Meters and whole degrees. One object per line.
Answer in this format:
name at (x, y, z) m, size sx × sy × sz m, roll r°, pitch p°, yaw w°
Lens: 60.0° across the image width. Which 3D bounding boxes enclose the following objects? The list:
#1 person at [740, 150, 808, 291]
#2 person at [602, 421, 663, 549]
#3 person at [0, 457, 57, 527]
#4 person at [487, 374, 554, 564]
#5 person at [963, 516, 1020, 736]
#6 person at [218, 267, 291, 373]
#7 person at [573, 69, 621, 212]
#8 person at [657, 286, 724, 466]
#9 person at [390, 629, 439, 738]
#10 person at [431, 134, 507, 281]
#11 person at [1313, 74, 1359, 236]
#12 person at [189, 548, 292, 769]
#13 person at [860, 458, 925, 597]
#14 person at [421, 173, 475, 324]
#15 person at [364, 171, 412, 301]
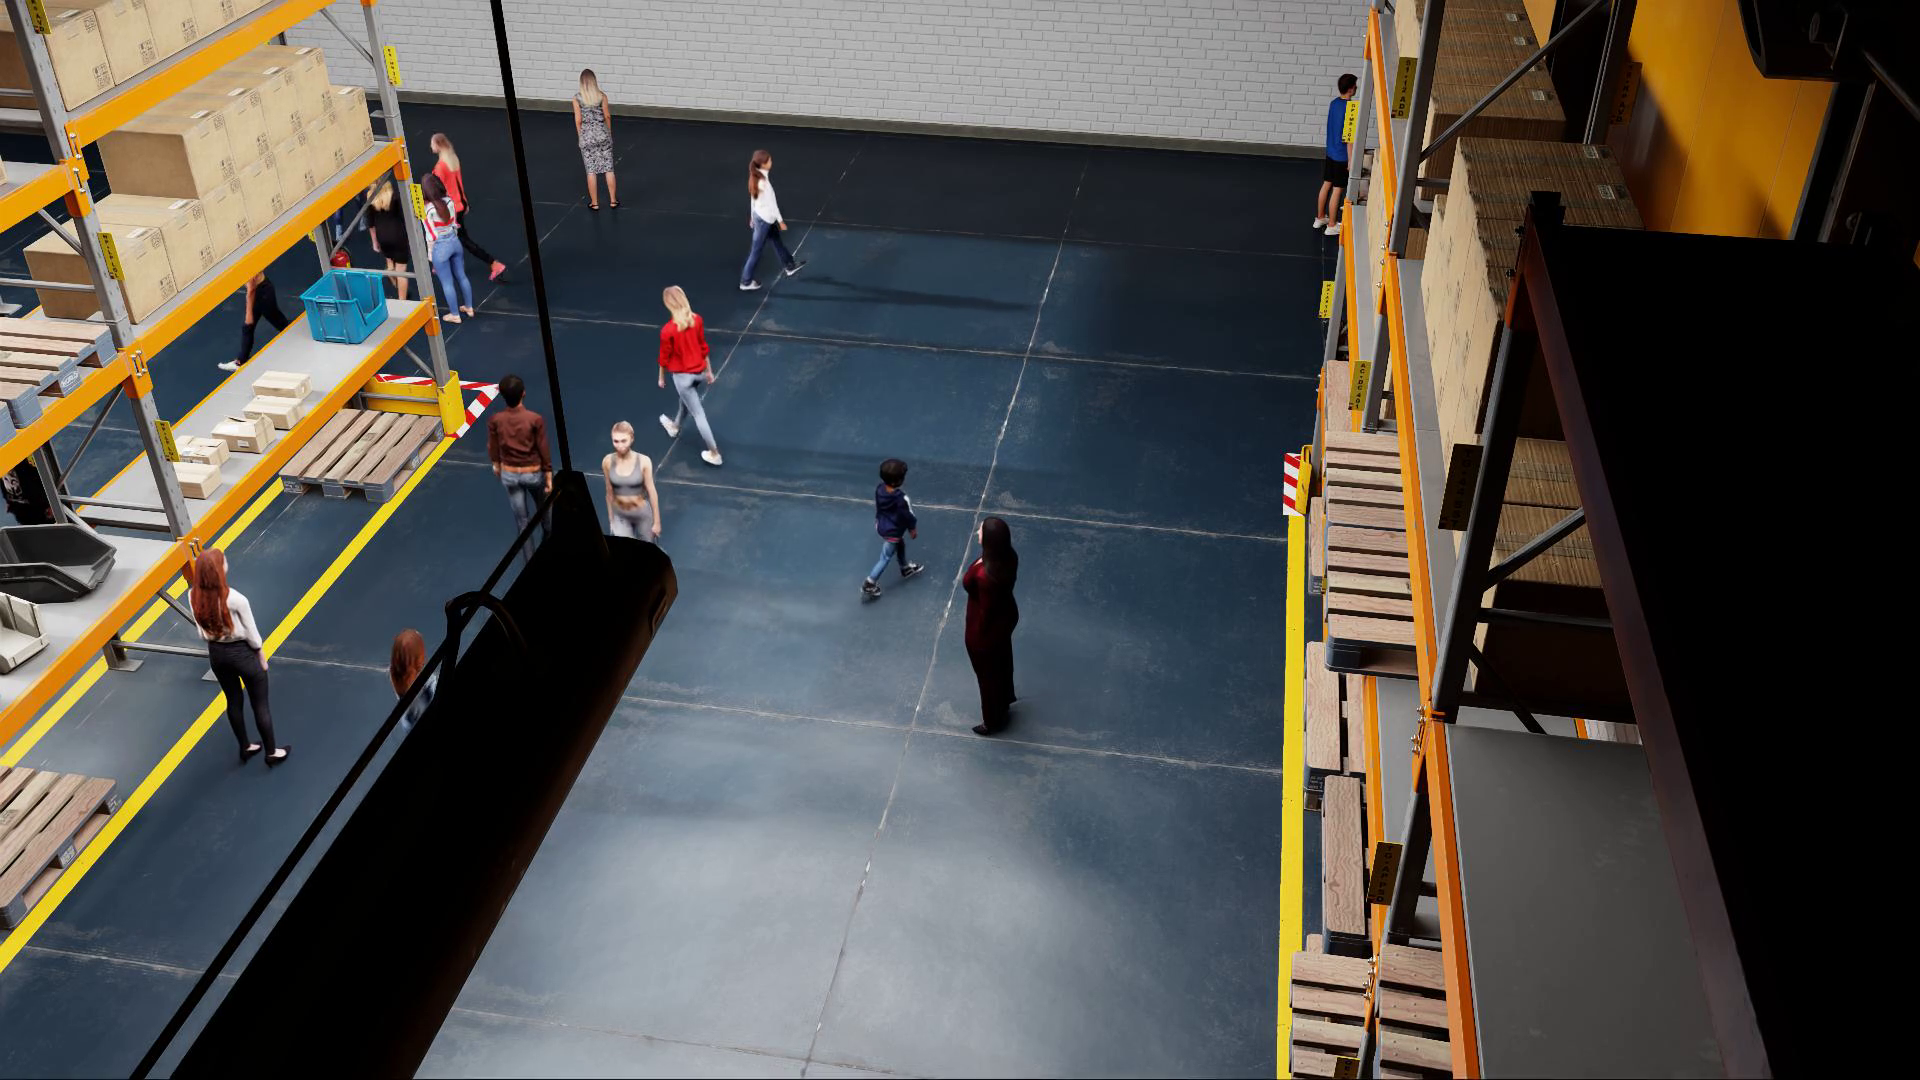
person at (-2.193, -3.410, 17.944) m, size 1.019 × 1.511 × 1.028 m, roll -17°, pitch 37°, yaw -24°
person at (-2.519, -0.193, 12.946) m, size 0.647 × 1.686 × 0.997 m, roll 1°, pitch 34°, yaw 2°
person at (-7.339, -0.322, 13.154) m, size 0.604 × 1.671 × 0.513 m, roll 6°, pitch 34°, yaw 9°
person at (-3.489, -0.445, 13.278) m, size 0.880 × 1.739 × 1.132 m, roll -5°, pitch 34°, yaw -8°
person at (0.239, 0.587, 11.707) m, size 0.739 × 1.758 × 0.558 m, roll 9°, pitch 35°, yaw 13°
person at (-6.706, -2.308, 16.231) m, size 1.049 × 1.572 × 1.155 m, roll -12°, pitch 35°, yaw -17°
person at (-4.341, -4.757, 19.795) m, size 0.632 × 1.705 × 0.624 m, roll -8°, pitch 34°, yaw -12°
person at (-2.363, -1.408, 14.800) m, size 1.038 × 1.658 × 1.133 m, roll 25°, pitch 41°, yaw 33°
person at (-3.584, 1.255, 10.972) m, size 0.652 × 1.459 × 0.788 m, roll 10°, pitch 35°, yaw 15°
person at (-5.400, -3.559, 18.034) m, size 0.695 × 1.658 × 1.094 m, roll 2°, pitch 34°, yaw 3°
person at (4.376, -4.474, 19.224) m, size 0.803 × 1.866 × 0.695 m, roll -12°, pitch 36°, yaw -18°
person at (-4.944, 0.820, 11.357) m, size 0.580 × 1.758 × 0.478 m, roll 5°, pitch 34°, yaw 8°
person at (-0.583, -0.083, 13.225) m, size 0.922 × 1.196 × 0.846 m, roll -24°, pitch 40°, yaw -31°
person at (-5.347, -3.043, 17.301) m, size 0.713 × 1.612 × 0.581 m, roll 21°, pitch 39°, yaw 28°
person at (-5.920, -3.073, 17.304) m, size 0.593 × 1.658 × 0.785 m, roll 4°, pitch 34°, yaw 6°
